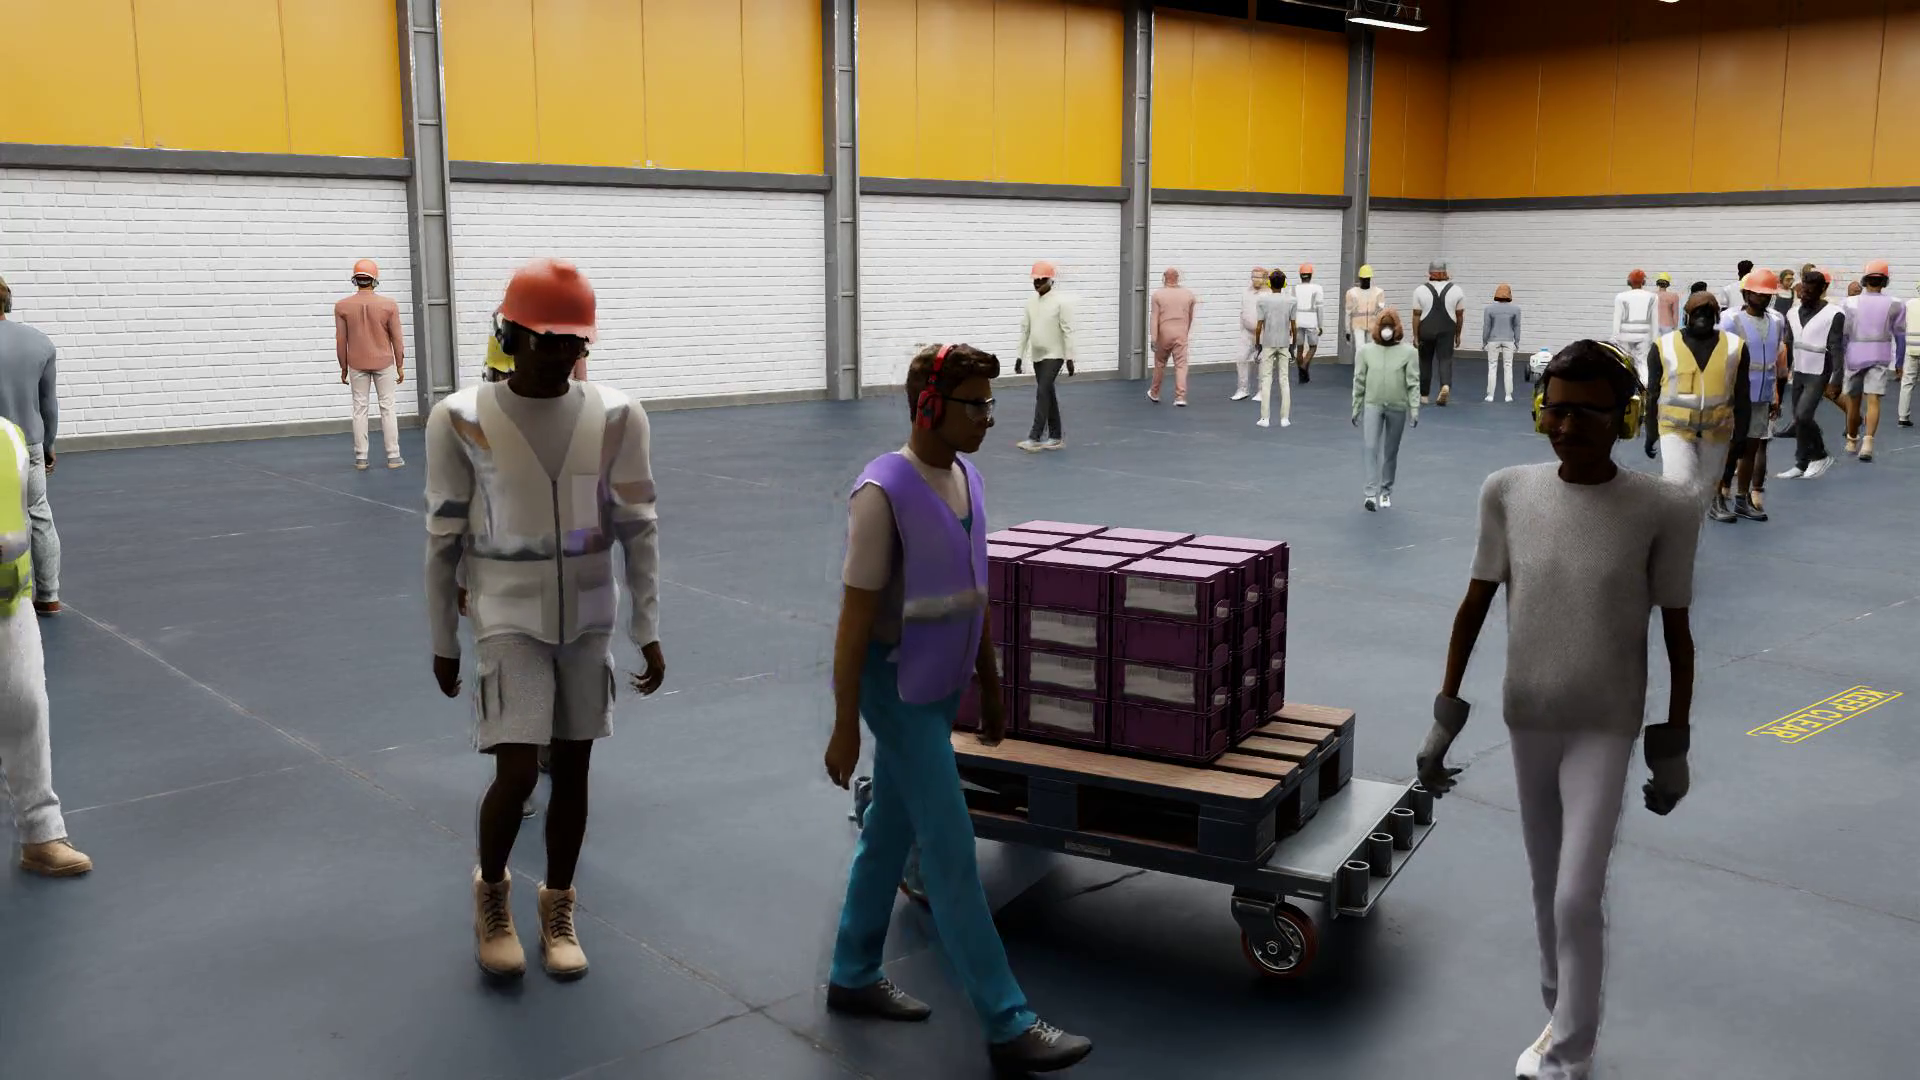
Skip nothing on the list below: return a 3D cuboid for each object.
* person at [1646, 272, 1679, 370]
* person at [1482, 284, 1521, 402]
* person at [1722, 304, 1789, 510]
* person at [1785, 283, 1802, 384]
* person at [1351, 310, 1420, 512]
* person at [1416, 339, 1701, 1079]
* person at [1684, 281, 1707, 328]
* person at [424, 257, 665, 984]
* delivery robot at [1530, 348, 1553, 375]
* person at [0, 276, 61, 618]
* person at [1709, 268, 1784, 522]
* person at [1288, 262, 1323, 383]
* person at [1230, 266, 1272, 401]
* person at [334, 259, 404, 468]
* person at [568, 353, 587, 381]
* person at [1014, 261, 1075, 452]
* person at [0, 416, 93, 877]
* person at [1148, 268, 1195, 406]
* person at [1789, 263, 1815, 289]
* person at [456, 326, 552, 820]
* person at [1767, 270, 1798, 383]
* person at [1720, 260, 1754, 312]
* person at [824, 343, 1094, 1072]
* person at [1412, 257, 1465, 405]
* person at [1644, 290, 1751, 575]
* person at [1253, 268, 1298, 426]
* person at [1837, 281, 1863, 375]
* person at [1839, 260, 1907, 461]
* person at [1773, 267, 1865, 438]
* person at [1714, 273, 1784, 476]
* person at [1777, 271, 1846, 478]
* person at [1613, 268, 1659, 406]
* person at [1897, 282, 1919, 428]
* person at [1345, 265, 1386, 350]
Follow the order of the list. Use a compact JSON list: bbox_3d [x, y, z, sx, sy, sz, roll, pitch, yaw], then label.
[{"bbox_3d":[11.270,-3.417,26.752,0.525,1.769,0.310,5,11,27],"label":"person"},{"bbox_3d":[7.532,-2.738,23.160,0.507,1.632,0.265,2,10,12],"label":"person"},{"bbox_3d":[6.374,-1.083,13.419,0.543,1.652,0.885,4,10,20],"label":"person"},{"bbox_3d":[13.152,-3.262,26.332,0.374,1.605,0.575,-3,10,-15],"label":"person"},{"bbox_3d":[3.364,-1.011,13.147,0.523,1.585,0.825,2,10,14],"label":"person"},{"bbox_3d":[1.347,0.465,3.842,0.540,1.834,0.873,9,13,42],"label":"person"},{"bbox_3d":[10.725,-2.968,24.422,0.842,1.660,0.529,6,11,31],"label":"person"},{"bbox_3d":[-1.124,0.243,4.593,0.611,2.018,0.484,-6,11,-30],"label":"person"},{"bbox_3d":[9.334,-2.834,26.601,0.477,0.478,0.707,2,10,12],"label":"delivery robot"},{"bbox_3d":[-5.248,-0.493,9.123,0.372,1.940,0.629,5,11,27],"label":"person"},{"bbox_3d":[6.012,-1.094,12.655,0.549,1.934,0.374,-3,10,-15],"label":"person"},{"bbox_3d":[5.456,-3.428,26.336,0.561,1.927,0.522,4,11,24],"label":"person"},{"bbox_3d":[4.094,-2.856,23.123,0.661,1.878,0.718,9,13,43],"label":"person"},{"bbox_3d":[-5.619,-1.674,15.876,0.612,1.995,0.378,-2,10,-13],"label":"person"},{"bbox_3d":[-3.226,-1.130,12.945,0.636,1.909,0.406,-4,11,-23],"label":"person"},{"bbox_3d":[0.789,-1.885,17.189,0.887,1.960,0.659,-9,13,-41],"label":"person"},{"bbox_3d":[-3.338,0.202,5.470,0.931,1.804,0.627,4,11,24],"label":"person"},{"bbox_3d":[2.854,-2.760,22.648,0.642,1.844,0.990,-2,10,-9],"label":"person"},{"bbox_3d":[13.518,-3.458,26.585,0.887,1.899,0.636,-4,10,-21],"label":"person"},{"bbox_3d":[-1.625,0.076,6.247,0.603,1.804,0.801,-3,10,-18],"label":"person"},{"bbox_3d":[12.900,-3.330,26.128,0.577,1.802,0.888,-1,10,-8],"label":"person"},{"bbox_3d":[11.887,-3.274,25.324,0.604,1.966,0.367,7,12,37],"label":"person"},{"bbox_3d":[0.004,0.418,4.193,0.903,1.797,0.592,4,11,23],"label":"person"},{"bbox_3d":[6.498,-2.854,22.648,0.685,2.000,0.912,2,10,10],"label":"person"},{"bbox_3d":[4.775,-0.717,10.814,0.630,1.811,0.875,2,10,14],"label":"person"},{"bbox_3d":[3.751,-2.279,19.777,0.513,1.874,0.328,0,10,1],"label":"person"},{"bbox_3d":[13.667,-3.142,25.509,0.523,1.638,0.310,5,11,26],"label":"person"},{"bbox_3d":[9.108,-1.801,16.654,0.629,1.992,1.063,4,11,24],"label":"person"},{"bbox_3d":[9.579,-2.063,18.434,0.886,1.912,0.560,0,10,-1],"label":"person"},{"bbox_3d":[7.296,-1.546,15.494,0.610,1.860,1.024,4,10,20],"label":"person"},{"bbox_3d":[7.641,-1.464,14.954,0.449,1.887,0.697,-3,10,-15],"label":"person"},{"bbox_3d":[8.978,-2.669,22.103,0.582,1.866,0.743,1,10,6],"label":"person"},{"bbox_3d":[11.276,-2.203,19.457,0.404,1.829,0.597,-6,11,-31],"label":"person"},{"bbox_3d":[6.284,-3.310,25.802,0.605,1.878,0.988,0,10,-2],"label":"person"}]
